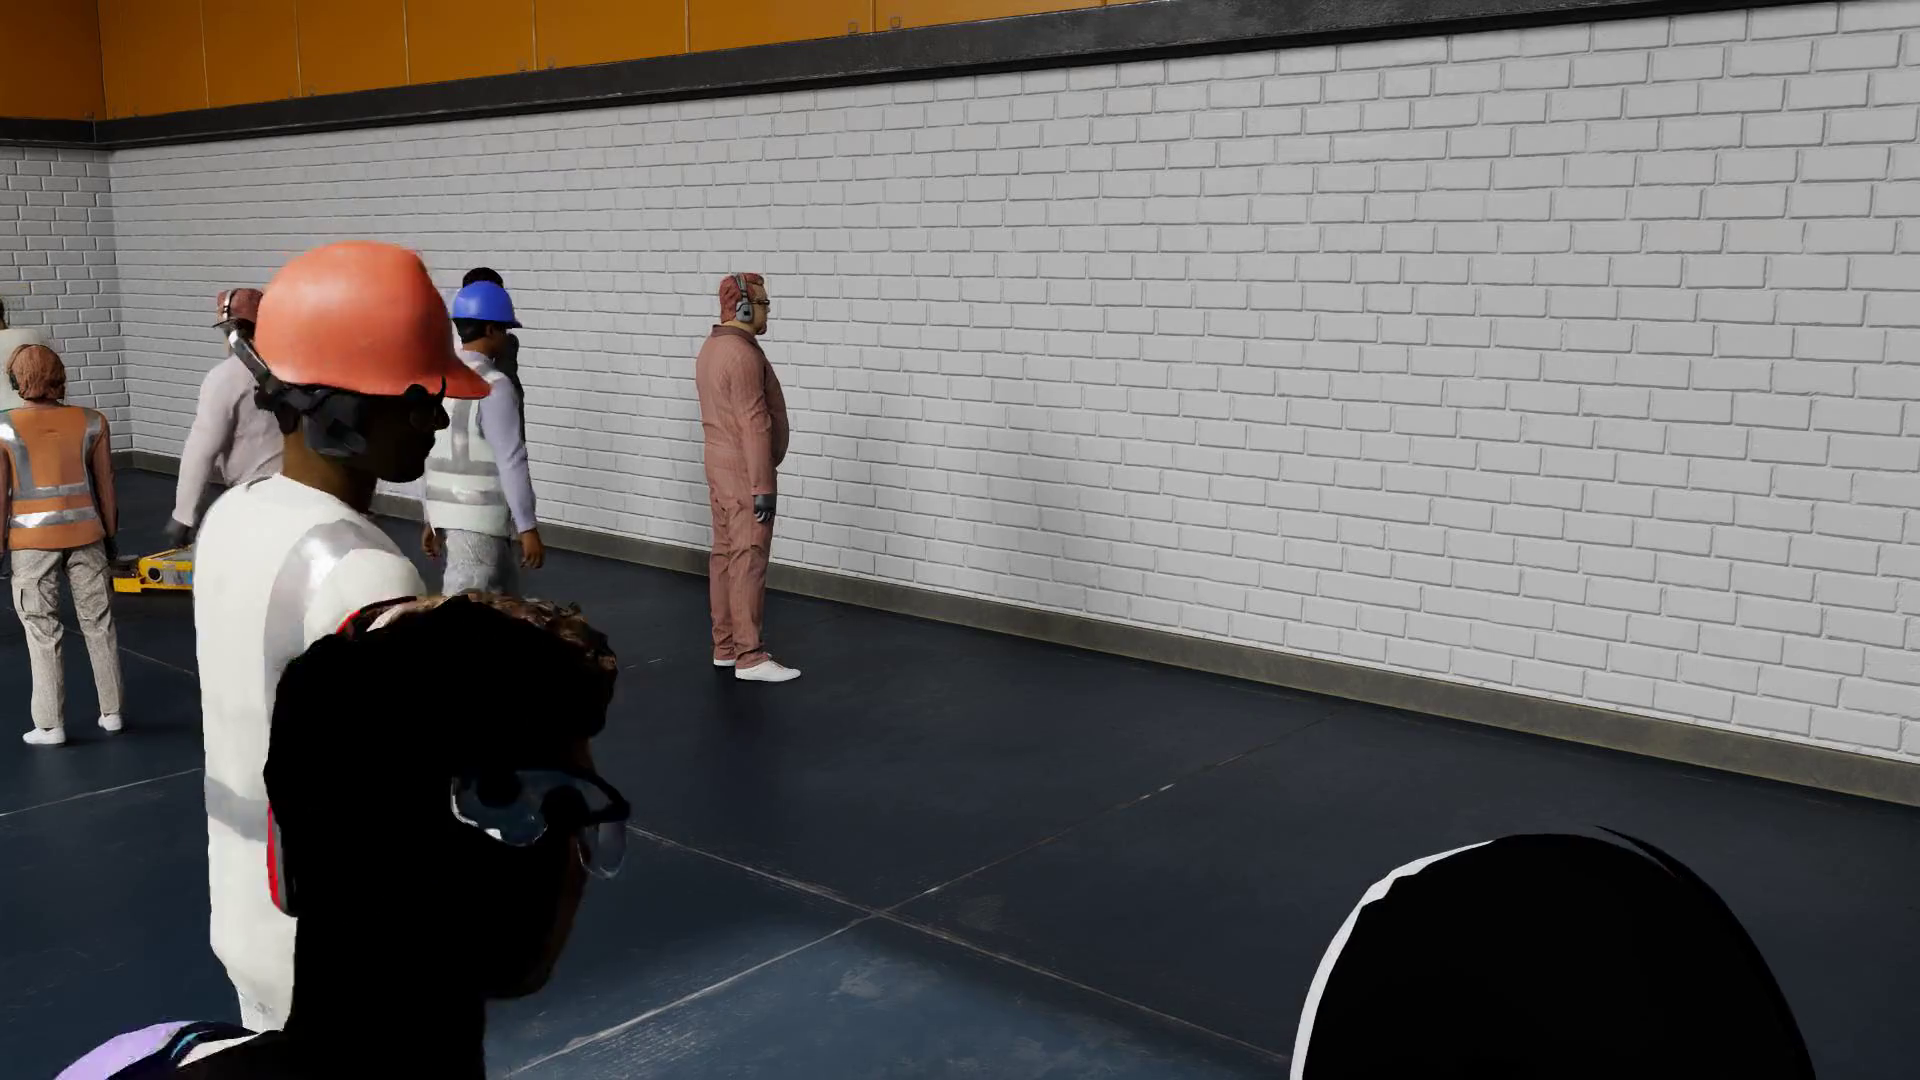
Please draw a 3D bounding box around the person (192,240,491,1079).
[{"bbox_3d":[-0.889,0.599,2.446,0.401,2.024,0.637,-9,14,-43],"label":"person"}]

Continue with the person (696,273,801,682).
[{"bbox_3d":[-0.998,-0.291,7.820,0.407,1.908,0.641,-5,11,-26],"label":"person"}]

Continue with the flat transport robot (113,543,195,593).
[{"bbox_3d":[-4.203,0.168,9.859,1.431,0.197,0.652,2,10,9],"label":"flat transport robot"}]

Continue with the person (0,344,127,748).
[{"bbox_3d":[-3.686,0.026,6.776,0.313,1.639,0.517,9,13,40],"label":"person"}]

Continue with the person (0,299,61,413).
[{"bbox_3d":[-6.717,-0.899,11.843,0.634,1.721,0.327,-4,11,-23],"label":"person"}]

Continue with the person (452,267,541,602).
[{"bbox_3d":[-2.655,-0.545,9.239,0.591,1.916,0.375,6,12,30],"label":"person"}]

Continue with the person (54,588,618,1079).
[{"bbox_3d":[-0.378,0.948,1.029,0.568,1.823,0.582,5,11,27],"label":"person"}]

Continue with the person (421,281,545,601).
[{"bbox_3d":[-2.001,-0.092,6.744,0.970,1.903,0.659,-8,13,-37],"label":"person"}]

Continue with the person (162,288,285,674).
[{"bbox_3d":[-3.009,-0.143,7.133,0.998,1.841,0.668,3,10,16],"label":"person"}]
